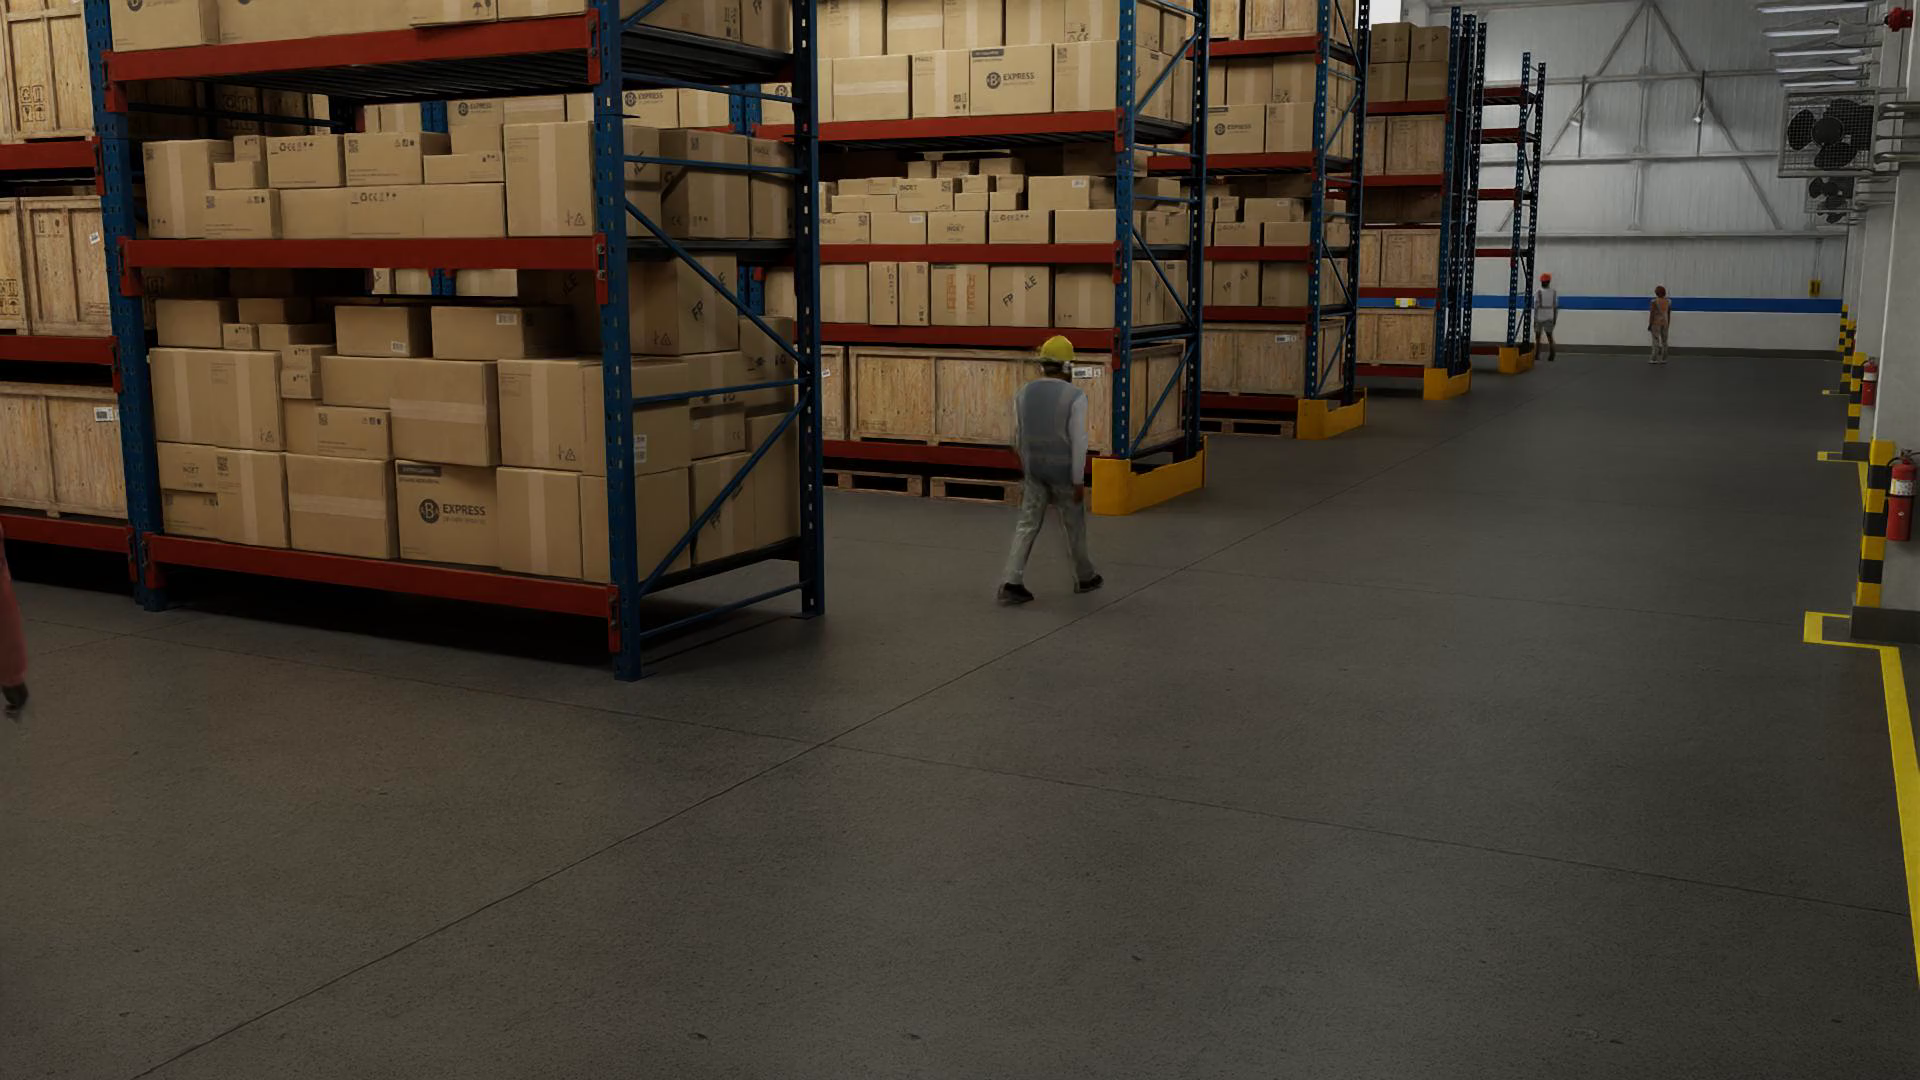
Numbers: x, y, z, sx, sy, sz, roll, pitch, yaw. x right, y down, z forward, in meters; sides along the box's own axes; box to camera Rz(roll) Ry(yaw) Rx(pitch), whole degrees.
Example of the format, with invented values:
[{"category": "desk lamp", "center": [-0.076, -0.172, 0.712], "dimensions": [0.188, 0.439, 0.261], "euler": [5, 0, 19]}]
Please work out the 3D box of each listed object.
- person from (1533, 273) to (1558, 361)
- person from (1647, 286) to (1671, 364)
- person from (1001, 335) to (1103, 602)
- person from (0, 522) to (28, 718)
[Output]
[{"category": "person", "center": [12.672, -4.814, 35.947], "dimensions": [0.559, 1.916, 0.873], "euler": [0, 10, -1]}, {"category": "person", "center": [14.694, -4.509, 34.950], "dimensions": [0.514, 1.636, 0.315], "euler": [-3, 10, -15]}, {"category": "person", "center": [0.618, -0.480, 11.202], "dimensions": [0.613, 1.785, 0.951], "euler": [8, 12, 37]}, {"category": "person", "center": [-3.442, 0.472, 5.400], "dimensions": [0.710, 1.876, 0.684], "euler": [-9, 13, -42]}]
